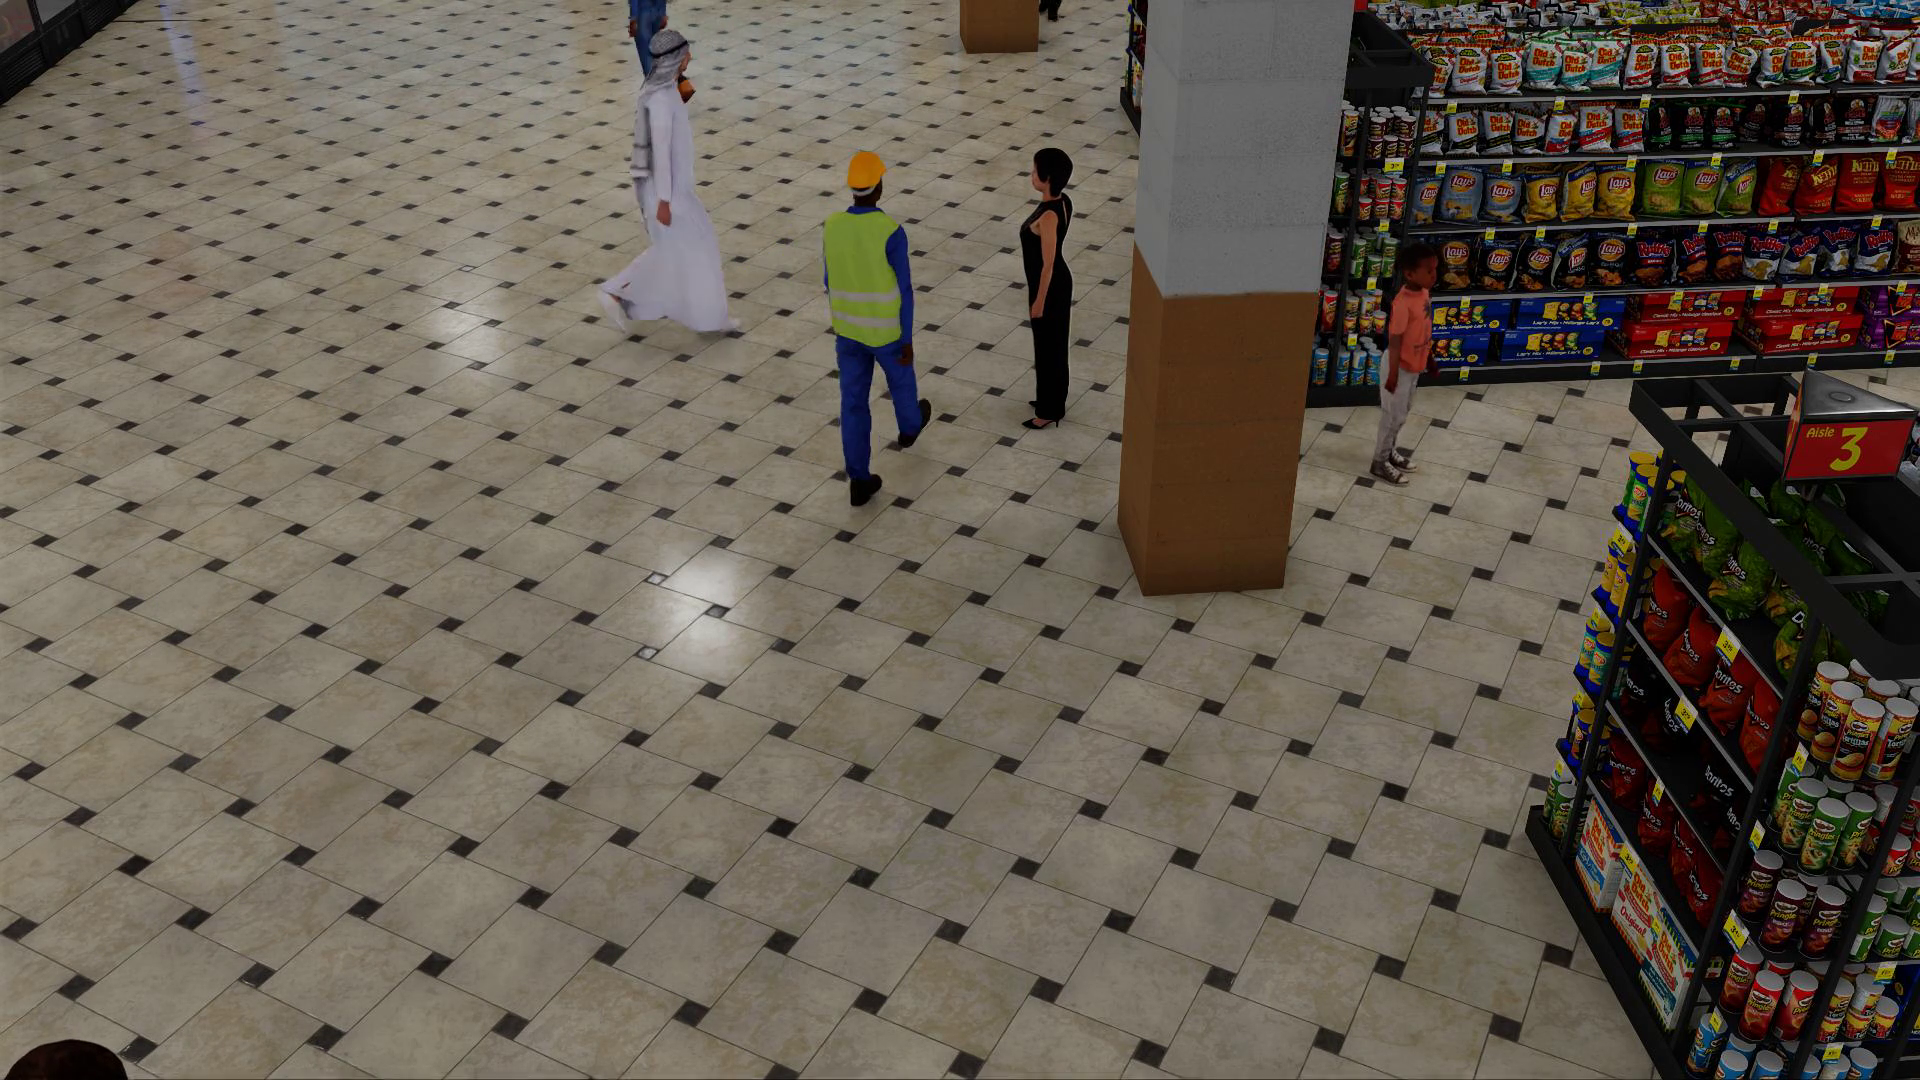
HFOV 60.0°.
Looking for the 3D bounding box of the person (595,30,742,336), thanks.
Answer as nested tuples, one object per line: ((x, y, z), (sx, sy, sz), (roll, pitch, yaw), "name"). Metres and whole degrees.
((-1.855, -2.081, 10.031), (1.130, 1.890, 0.737), (-3, 32, -5), "person")

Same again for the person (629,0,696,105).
((-2.511, -4.347, 13.853), (0.886, 1.699, 0.781), (12, 34, 18), "person")

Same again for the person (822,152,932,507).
((-0.494, -1.019, 8.437), (1.217, 1.772, 1.023), (10, 33, 15), "person")

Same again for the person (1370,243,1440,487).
((2.319, -0.953, 8.770), (0.651, 1.308, 0.594), (23, 38, 32), "person")

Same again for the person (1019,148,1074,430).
((0.496, -1.377, 9.170), (0.601, 1.604, 0.637), (6, 32, 10), "person")
